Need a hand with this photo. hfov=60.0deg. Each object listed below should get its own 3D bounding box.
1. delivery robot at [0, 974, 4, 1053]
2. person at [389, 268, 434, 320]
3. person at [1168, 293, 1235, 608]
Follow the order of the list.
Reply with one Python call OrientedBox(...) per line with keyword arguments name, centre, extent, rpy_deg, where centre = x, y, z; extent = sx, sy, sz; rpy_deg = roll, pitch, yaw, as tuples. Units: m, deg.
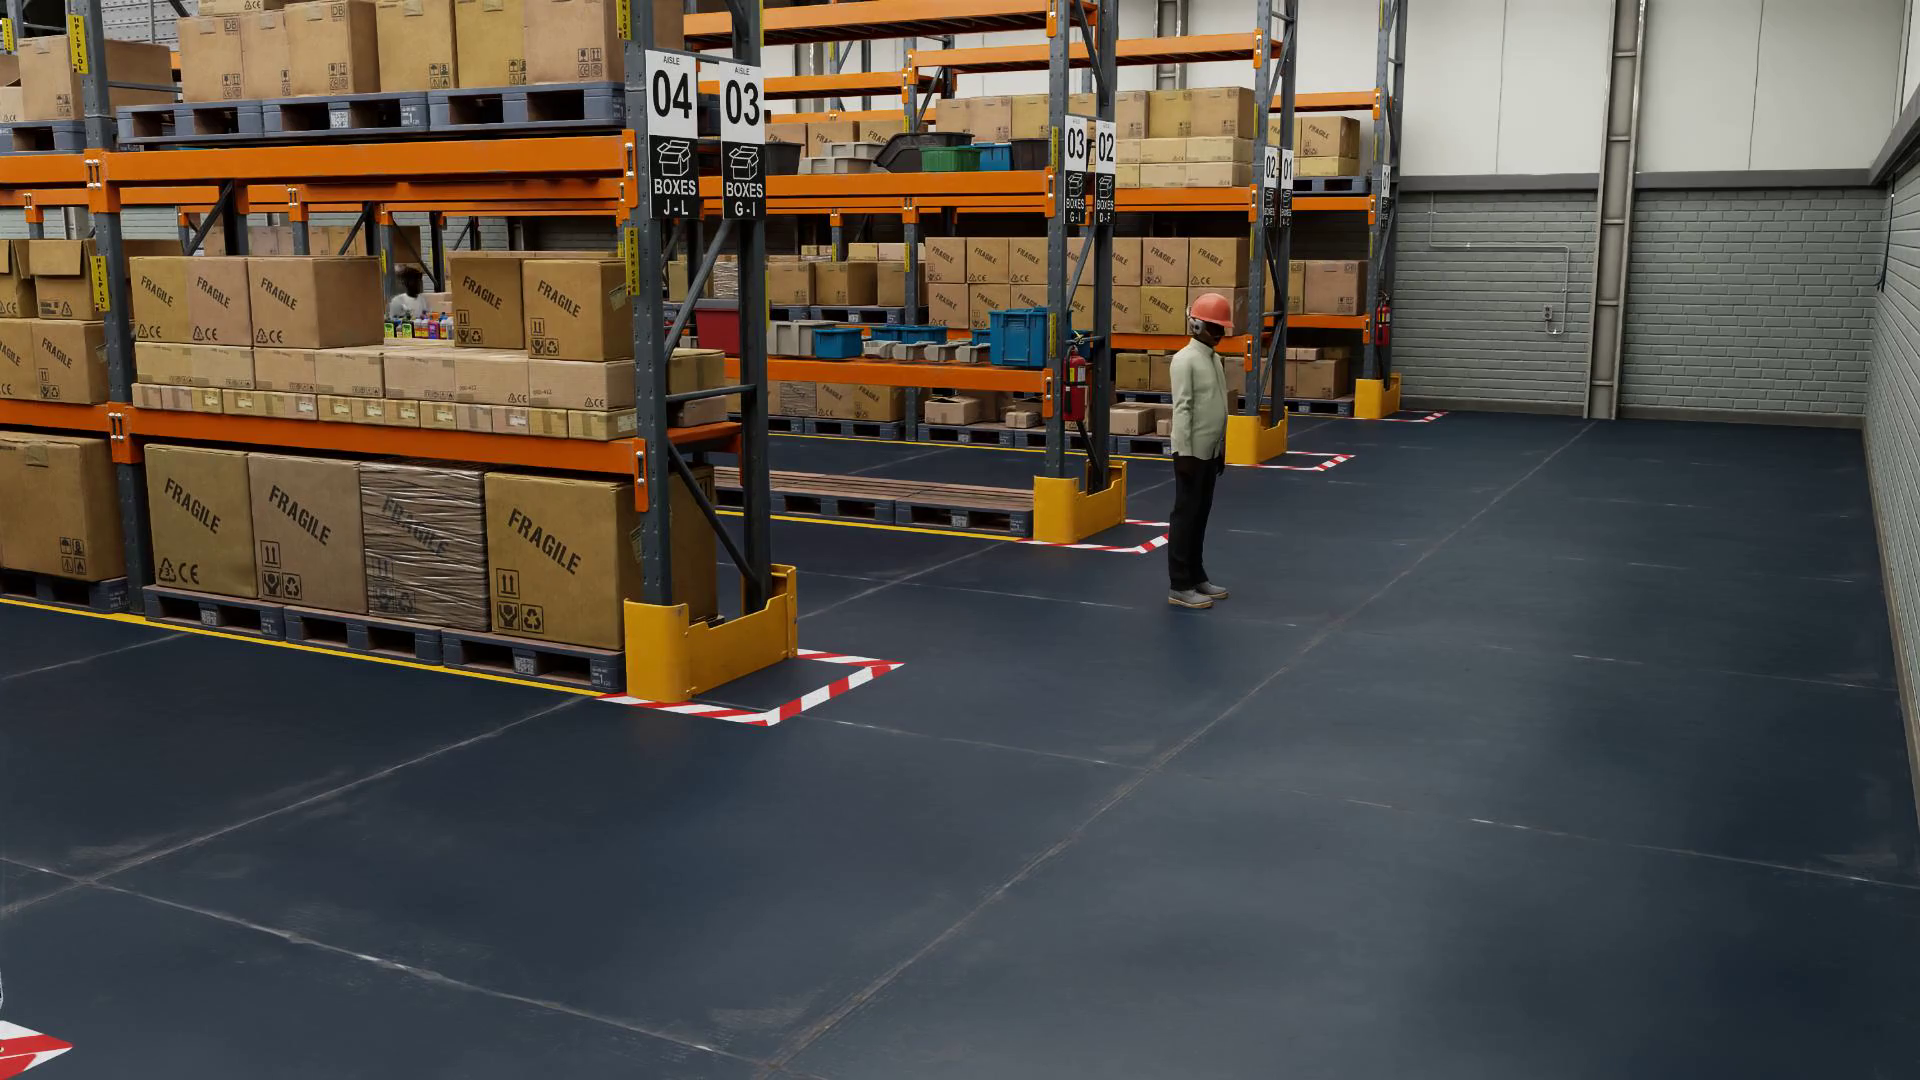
OrientedBox(name="delivery robot", centre=(-2.835, 1.271, 4.212), extent=(0.707, 0.478, 0.477), rpy_deg=(-4, 11, -22))
OrientedBox(name="person", centre=(-6.855, -2.476, 21.114), extent=(0.815, 1.933, 0.621), rpy_deg=(5, 12, 26))
OrientedBox(name="person", centre=(1.540, -0.572, 10.615), extent=(0.393, 1.985, 0.611), rpy_deg=(6, 12, 28))
